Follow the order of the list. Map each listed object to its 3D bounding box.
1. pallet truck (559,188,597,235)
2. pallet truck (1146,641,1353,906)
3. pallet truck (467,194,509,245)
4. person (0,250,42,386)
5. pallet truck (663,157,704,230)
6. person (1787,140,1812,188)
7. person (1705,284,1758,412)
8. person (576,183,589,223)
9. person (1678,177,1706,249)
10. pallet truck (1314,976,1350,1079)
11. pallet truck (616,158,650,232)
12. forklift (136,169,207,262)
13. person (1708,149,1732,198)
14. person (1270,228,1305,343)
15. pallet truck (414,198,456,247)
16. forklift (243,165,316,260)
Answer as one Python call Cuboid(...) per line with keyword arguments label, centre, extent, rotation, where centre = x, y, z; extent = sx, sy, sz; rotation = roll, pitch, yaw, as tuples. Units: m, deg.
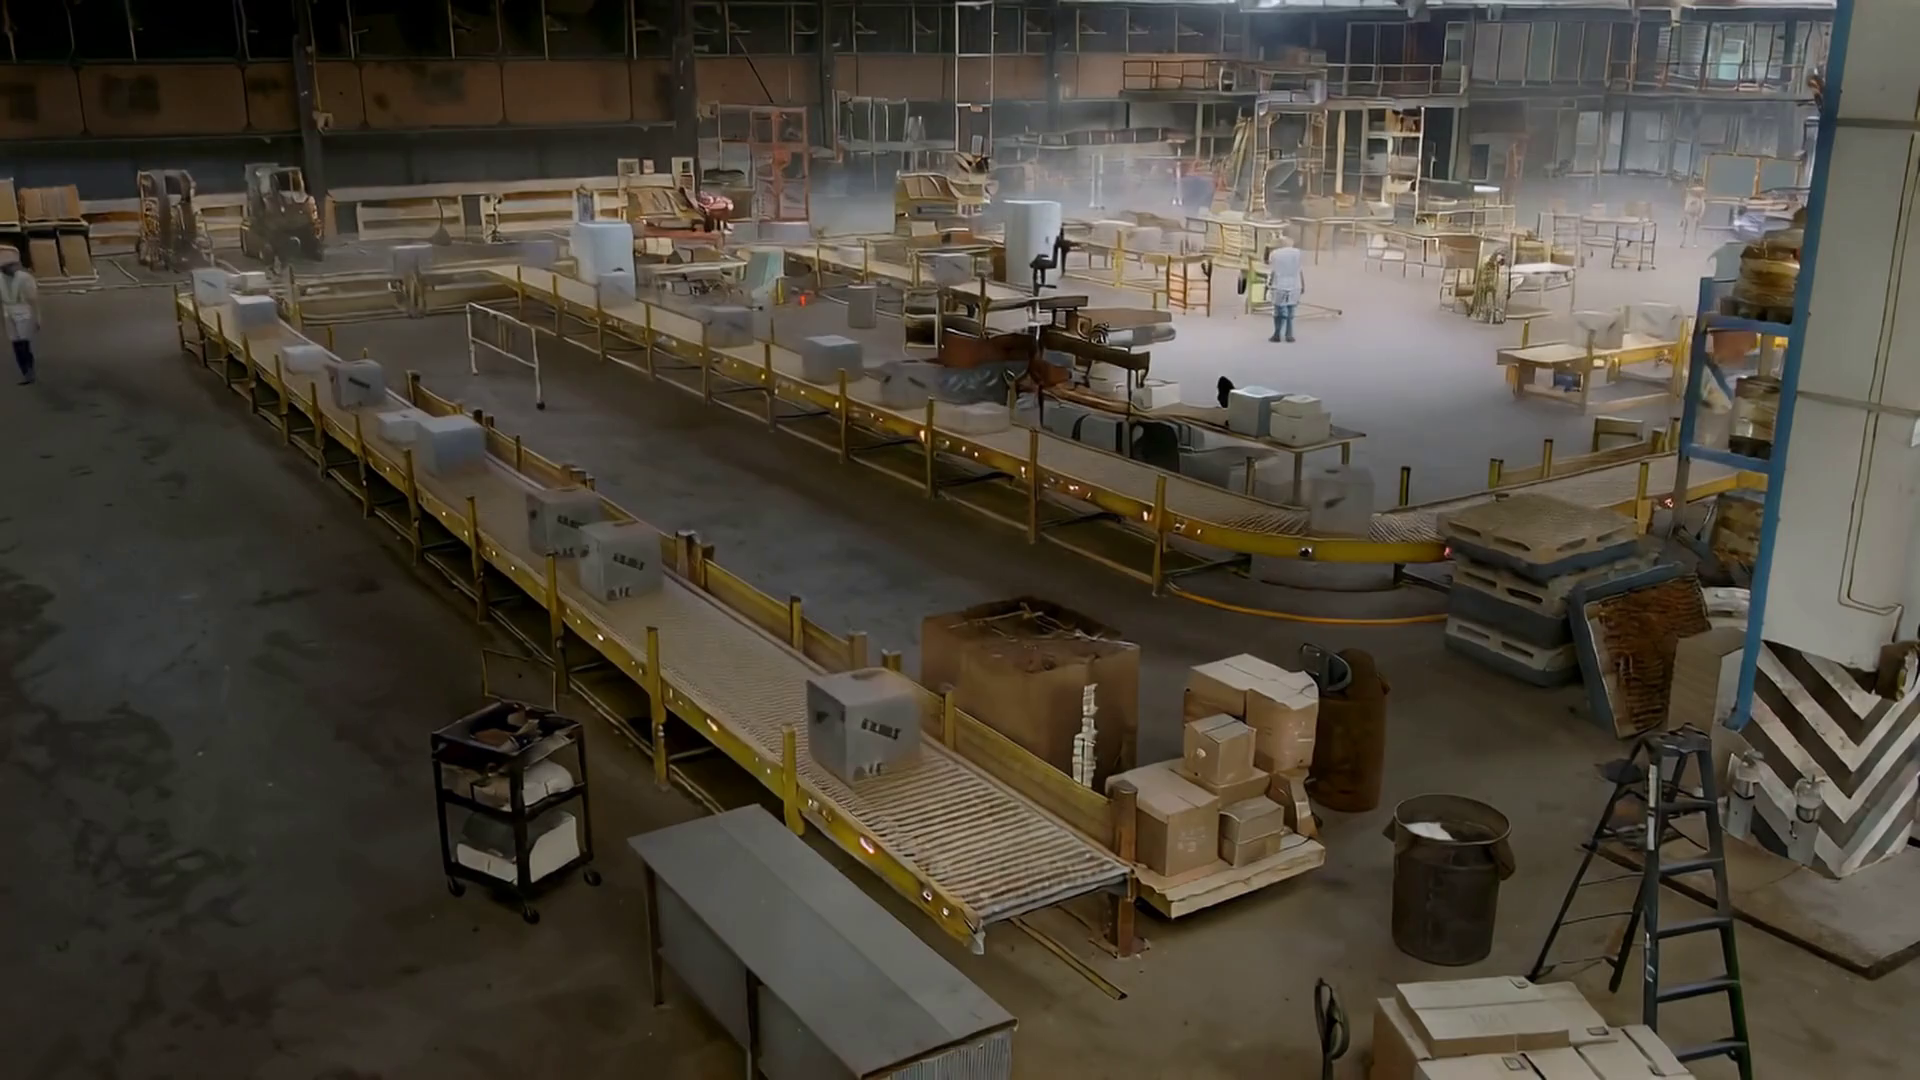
Cuboid(label="pallet truck", centre=(-10.010, -8.652, 43.699), extent=(0.653, 1.274, 1.630), rotation=(-10, 20, -31))
Cuboid(label="pallet truck", centre=(1.664, 1.407, 10.232), extent=(1.630, 1.274, 0.653), rotation=(-10, 20, -31))
Cuboid(label="pallet truck", centre=(-11.983, -8.177, 42.137), extent=(0.704, 1.261, 1.522), rotation=(-11, 20, -33))
Cuboid(label="person", centre=(-13.937, -3.258, 24.516), extent=(0.634, 2.022, 0.547), rotation=(-1, 17, -4))
Cuboid(label="pallet truck", centre=(-7.586, -9.308, 44.692), extent=(0.823, 1.965, 1.885), rotation=(-11, 20, -33))
Cuboid(label="person", centre=(27.305, -12.019, 53.972), extent=(1.028, 1.858, 0.584), rotation=(-1, 17, -3))
Cuboid(label="person", centre=(10.481, -2.588, 22.525), extent=(0.436, 1.890, 0.641), rotation=(-6, 18, -19))
Cuboid(label="person", centre=(-8.808, -7.471, 38.977), extent=(0.315, 1.769, 0.525), rotation=(-11, 20, -33))
Cuboid(label="person", centre=(18.034, -8.042, 40.928), extent=(0.484, 1.736, 0.309), rotation=(11, 20, 33))
Cuboid(label="pallet truck", centre=(2.299, 2.390, 7.086), extent=(1.601, 1.201, 0.680), rotation=(-2, 17, -7))
Cuboid(label="pallet truck", centre=(-8.918, -9.176, 44.255), extent=(0.823, 1.965, 1.885), rotation=(-9, 19, -27))
Cuboid(label="forklift", centre=(-17.842, -7.318, 37.559), extent=(1.157, 1.987, 2.680), rotation=(-10, 20, -31))
Cuboid(label="person", centre=(22.358, -10.542, 48.992), extent=(0.574, 1.886, 0.356), rotation=(6, 18, 20))
Cuboid(label="person", centre=(5.548, -4.314, 28.205), extent=(0.551, 1.926, 0.406), rotation=(6, 18, 18))
Cuboid(label="pallet truck", centre=(-13.250, -8.060, 41.856), extent=(0.680, 1.201, 1.601), rotation=(-10, 20, -31))
Cuboid(label="forklift", centre=(-15.898, -7.669, 38.708), extent=(1.157, 1.987, 2.680), rotation=(-11, 20, -33))
